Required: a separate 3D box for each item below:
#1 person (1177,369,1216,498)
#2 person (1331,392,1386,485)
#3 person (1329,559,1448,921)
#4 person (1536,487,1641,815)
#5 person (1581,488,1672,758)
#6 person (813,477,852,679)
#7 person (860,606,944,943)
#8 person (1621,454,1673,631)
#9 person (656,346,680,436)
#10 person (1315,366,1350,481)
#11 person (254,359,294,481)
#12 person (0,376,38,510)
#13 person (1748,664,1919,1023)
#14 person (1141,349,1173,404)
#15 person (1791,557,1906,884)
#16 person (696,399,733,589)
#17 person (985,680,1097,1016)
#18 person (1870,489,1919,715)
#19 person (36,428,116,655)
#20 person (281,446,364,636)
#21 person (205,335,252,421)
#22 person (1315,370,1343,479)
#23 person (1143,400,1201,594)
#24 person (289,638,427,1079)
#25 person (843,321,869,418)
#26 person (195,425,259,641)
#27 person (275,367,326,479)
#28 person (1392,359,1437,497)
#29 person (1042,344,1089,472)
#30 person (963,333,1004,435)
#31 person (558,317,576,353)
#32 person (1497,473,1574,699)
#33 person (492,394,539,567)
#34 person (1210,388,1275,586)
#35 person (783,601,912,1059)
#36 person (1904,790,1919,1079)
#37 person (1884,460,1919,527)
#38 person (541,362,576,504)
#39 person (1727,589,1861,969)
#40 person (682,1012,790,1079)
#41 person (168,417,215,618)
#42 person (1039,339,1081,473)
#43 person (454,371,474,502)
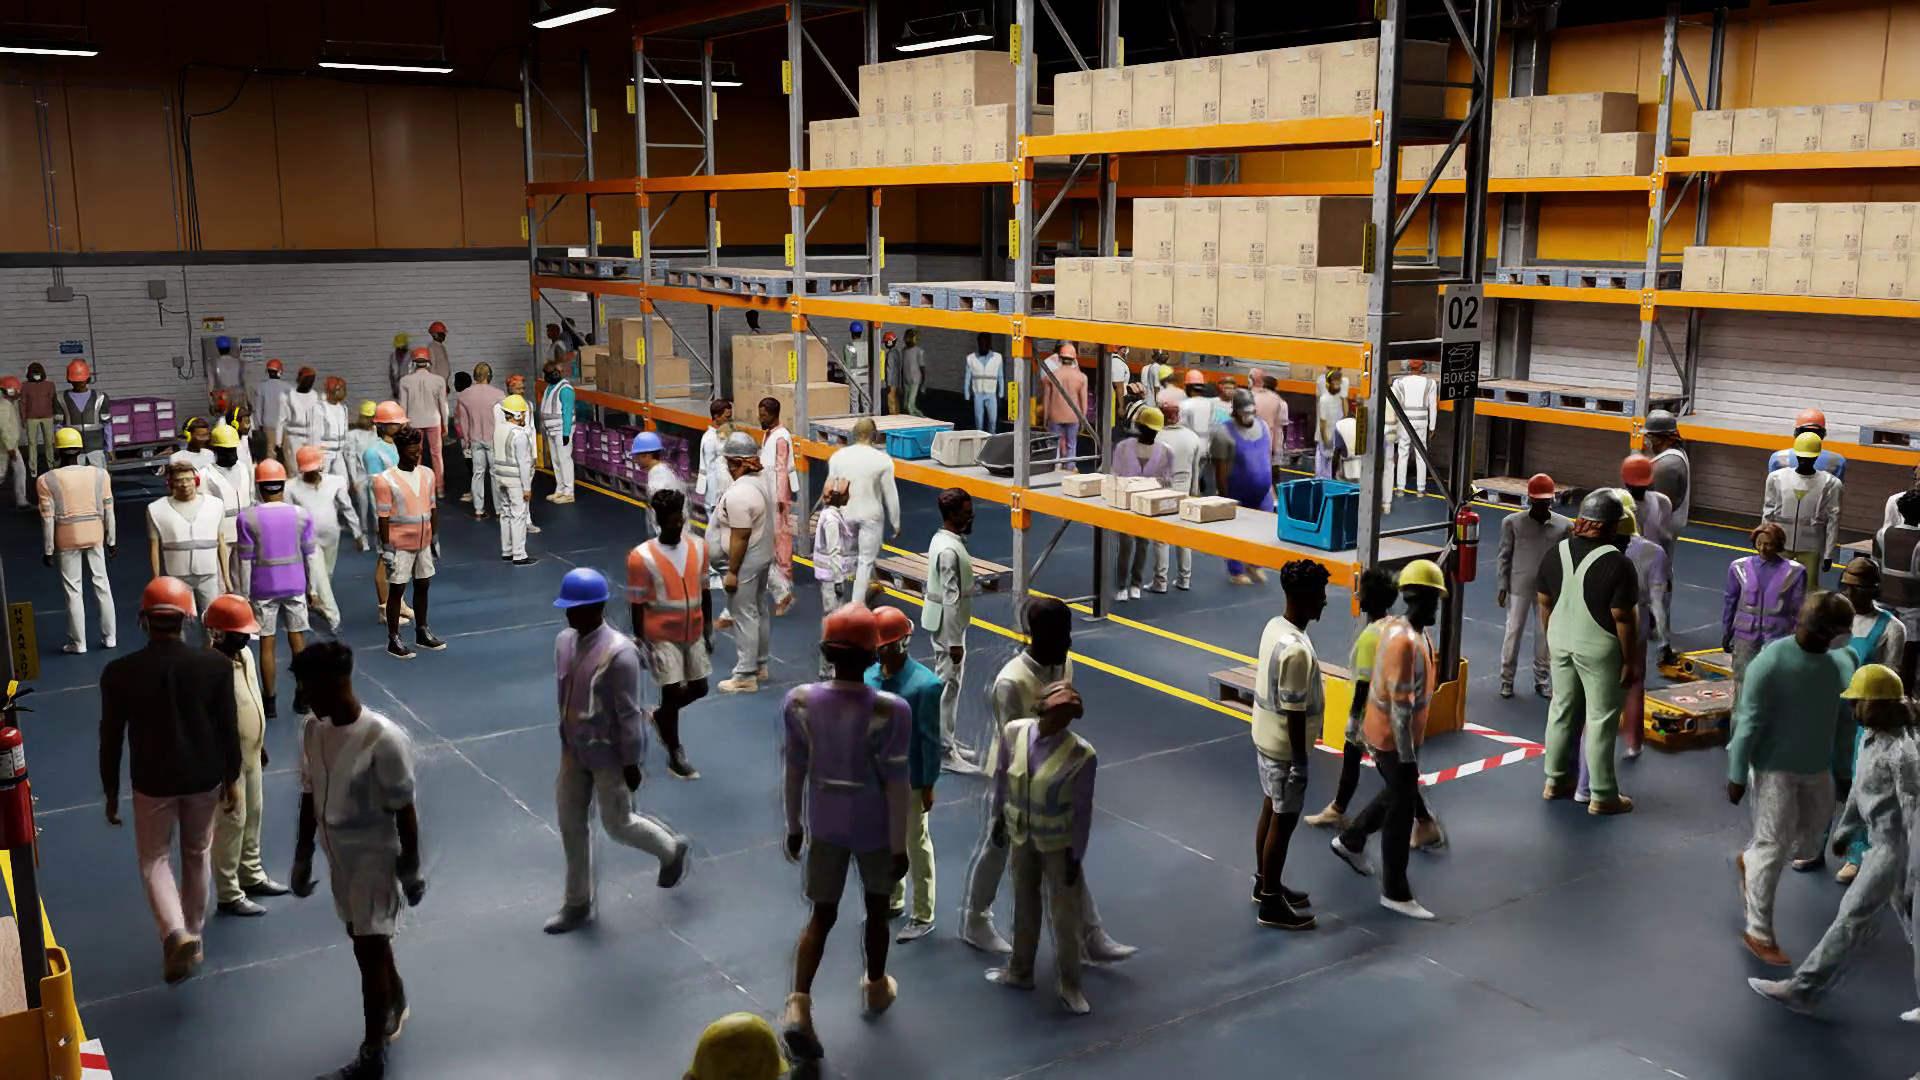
[{"bbox_3d":[2.780,-1.028,19.445,0.553,1.916,0.647,-7,13,-34],"label":"person"},{"bbox_3d":[4.270,-0.675,17.846,0.584,1.827,0.498,-2,11,-9],"label":"person"},{"bbox_3d":[2.290,1.044,8.910,0.602,1.901,0.700,6,12,26],"label":"person"},{"bbox_3d":[3.973,0.674,10.401,0.536,2.000,0.675,-7,13,-31],"label":"person"},{"bbox_3d":[4.434,0.603,11.191,0.660,1.883,0.801,8,14,35],"label":"person"},{"bbox_3d":[-1.021,0.301,13.372,0.315,1.630,0.516,-1,11,-6],"label":"person"},{"bbox_3d":[-0.339,1.186,8.561,0.575,1.740,0.354,10,15,41],"label":"person"},{"bbox_3d":[5.250,0.242,13.009,0.603,1.892,0.701,1,11,4],"label":"person"},{"bbox_3d":[-4.960,-2.649,27.943,0.508,1.838,0.340,1,11,6],"label":"person"},{"bbox_3d":[5.093,-1.638,22.765,0.509,1.838,0.343,11,15,44],"label":"person"},{"bbox_3d":[-9.370,-1.617,22.868,0.573,1.746,0.346,0,11,-2],"label":"person"},{"bbox_3d":[-11.958,-1.179,20.749,0.634,1.715,0.582,-4,12,-18],"label":"person"},{"bbox_3d":[4.186,1.404,7.574,0.958,1.688,0.526,3,12,17],"label":"person"},{"bbox_3d":[2.994,-2.091,25.255,0.525,1.769,0.327,-3,11,-14],"label":"person"},{"bbox_3d":[4.959,0.991,9.295,0.346,1.840,0.501,-8,14,-35],"label":"person"},{"bbox_3d":[-2.411,-0.453,16.532,0.404,1.906,0.598,0,11,2],"label":"person"},{"bbox_3d":[0.347,1.405,7.772,0.636,1.608,0.328,8,14,36],"label":"person"},{"bbox_3d":[7.036,0.456,12.421,0.320,1.694,0.535,-6,12,-27],"label":"person"},{"bbox_3d":[-7.480,0.008,14.102,0.381,1.924,0.594,10,15,42],"label":"person"},{"bbox_3d":[-5.737,-0.031,14.925,0.645,1.692,0.878,-8,14,-37],"label":"person"},{"bbox_3d":[-10.841,-2.063,24.675,0.629,1.933,0.495,-8,14,-35],"label":"person"},{"bbox_3d":[4.562,-1.191,20.486,0.383,1.836,0.695,6,13,28],"label":"person"},{"bbox_3d":[2.045,-0.426,16.385,0.652,1.904,0.402,-6,12,-27],"label":"person"},{"bbox_3d":[-2.631,1.371,7.199,0.637,1.918,0.731,7,13,31],"label":"person"},{"bbox_3d":[-1.708,-2.666,27.733,0.615,1.946,0.391,-10,15,-41],"label":"person"},{"bbox_3d":[-6.282,-0.039,14.340,0.384,1.928,0.589,6,13,29],"label":"person"},{"bbox_3d":[-8.123,-1.214,20.606,0.608,1.827,0.962,-8,14,-37],"label":"person"},{"bbox_3d":[5.977,-1.503,21.943,0.583,1.882,0.337,3,11,14],"label":"person"},{"bbox_3d":[1.428,-1.654,22.470,0.637,1.979,0.521,1,11,3],"label":"person"},{"bbox_3d":[0.373,-2.234,25.668,0.639,1.887,0.777,0,11,-2],"label":"person"},{"bbox_3d":[-6.829,-2.920,29.056,0.362,1.939,0.636,-5,12,-25],"label":"person"},{"bbox_3d":[4.410,0.354,12.777,0.563,1.752,0.326,1,11,7],"label":"person"},{"bbox_3d":[-4.709,-0.628,17.634,0.404,1.825,0.591,-10,15,-42],"label":"person"},{"bbox_3d":[2.844,-0.531,16.572,0.715,2.000,0.545,-6,12,-26],"label":"person"},{"bbox_3d":[-0.522,1.279,7.394,0.618,2.015,0.934,3,12,17],"label":"person"},{"bbox_3d":[4.037,1.470,6.720,0.402,1.894,0.650,-1,11,-5],"label":"person"},{"bbox_3d":[7.465,0.266,12.919,0.584,1.879,0.370,5,12,23],"label":"person"},{"bbox_3d":[-5.209,-1.399,21.569,0.429,1.830,0.635,-8,14,-36],"label":"person"},{"bbox_3d":[4.127,1.136,8.424,0.657,1.914,0.690,-3,11,-15],"label":"person"},{"bbox_3d":[-0.577,2.030,4.266,0.489,1.731,0.321,9,14,40],"label":"person"},{"bbox_3d":[-7.069,-0.205,15.374,0.322,1.858,0.604,5,12,23],"label":"person"},{"bbox_3d":[1.492,-1.955,23.856,0.675,2.000,0.537,-10,15,-41],"label":"person"},{"bbox_3d":[-6.387,-1.338,21.582,0.321,1.697,0.535,-1,11,-7],"label":"person"}]
